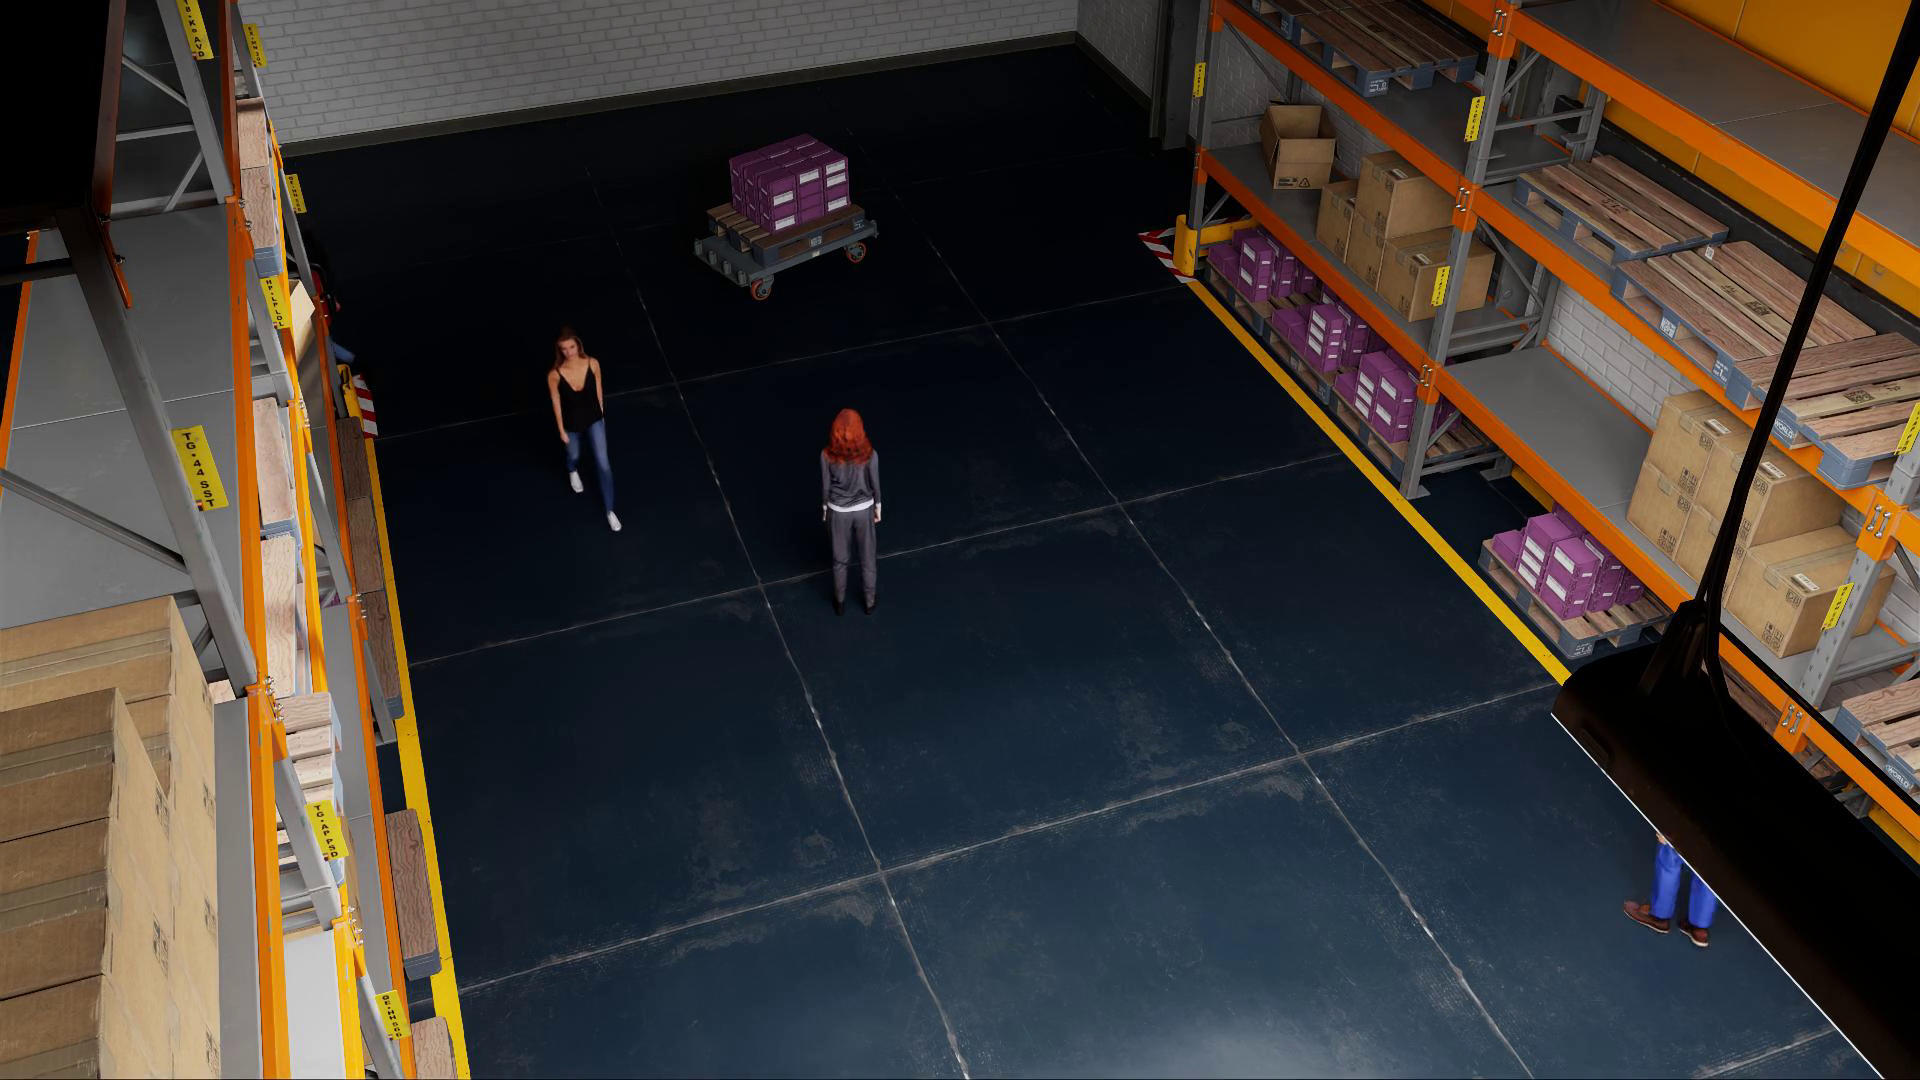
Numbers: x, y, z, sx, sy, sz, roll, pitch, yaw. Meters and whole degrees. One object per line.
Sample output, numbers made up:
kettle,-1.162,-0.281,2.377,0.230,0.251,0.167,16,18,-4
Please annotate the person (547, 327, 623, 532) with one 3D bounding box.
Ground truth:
person,-2.998,-0.955,13.013,0.601,1.677,1.114,-15,41,-18

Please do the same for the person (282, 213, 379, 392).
person,-5.463,-2.003,14.322,1.029,1.679,1.027,8,39,10

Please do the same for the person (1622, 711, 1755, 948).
person,4.331,1.614,9.643,0.723,1.868,0.708,-7,39,-9

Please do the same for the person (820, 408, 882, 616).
person,-0.782,-0.190,11.973,0.627,1.779,0.589,-2,39,-2
